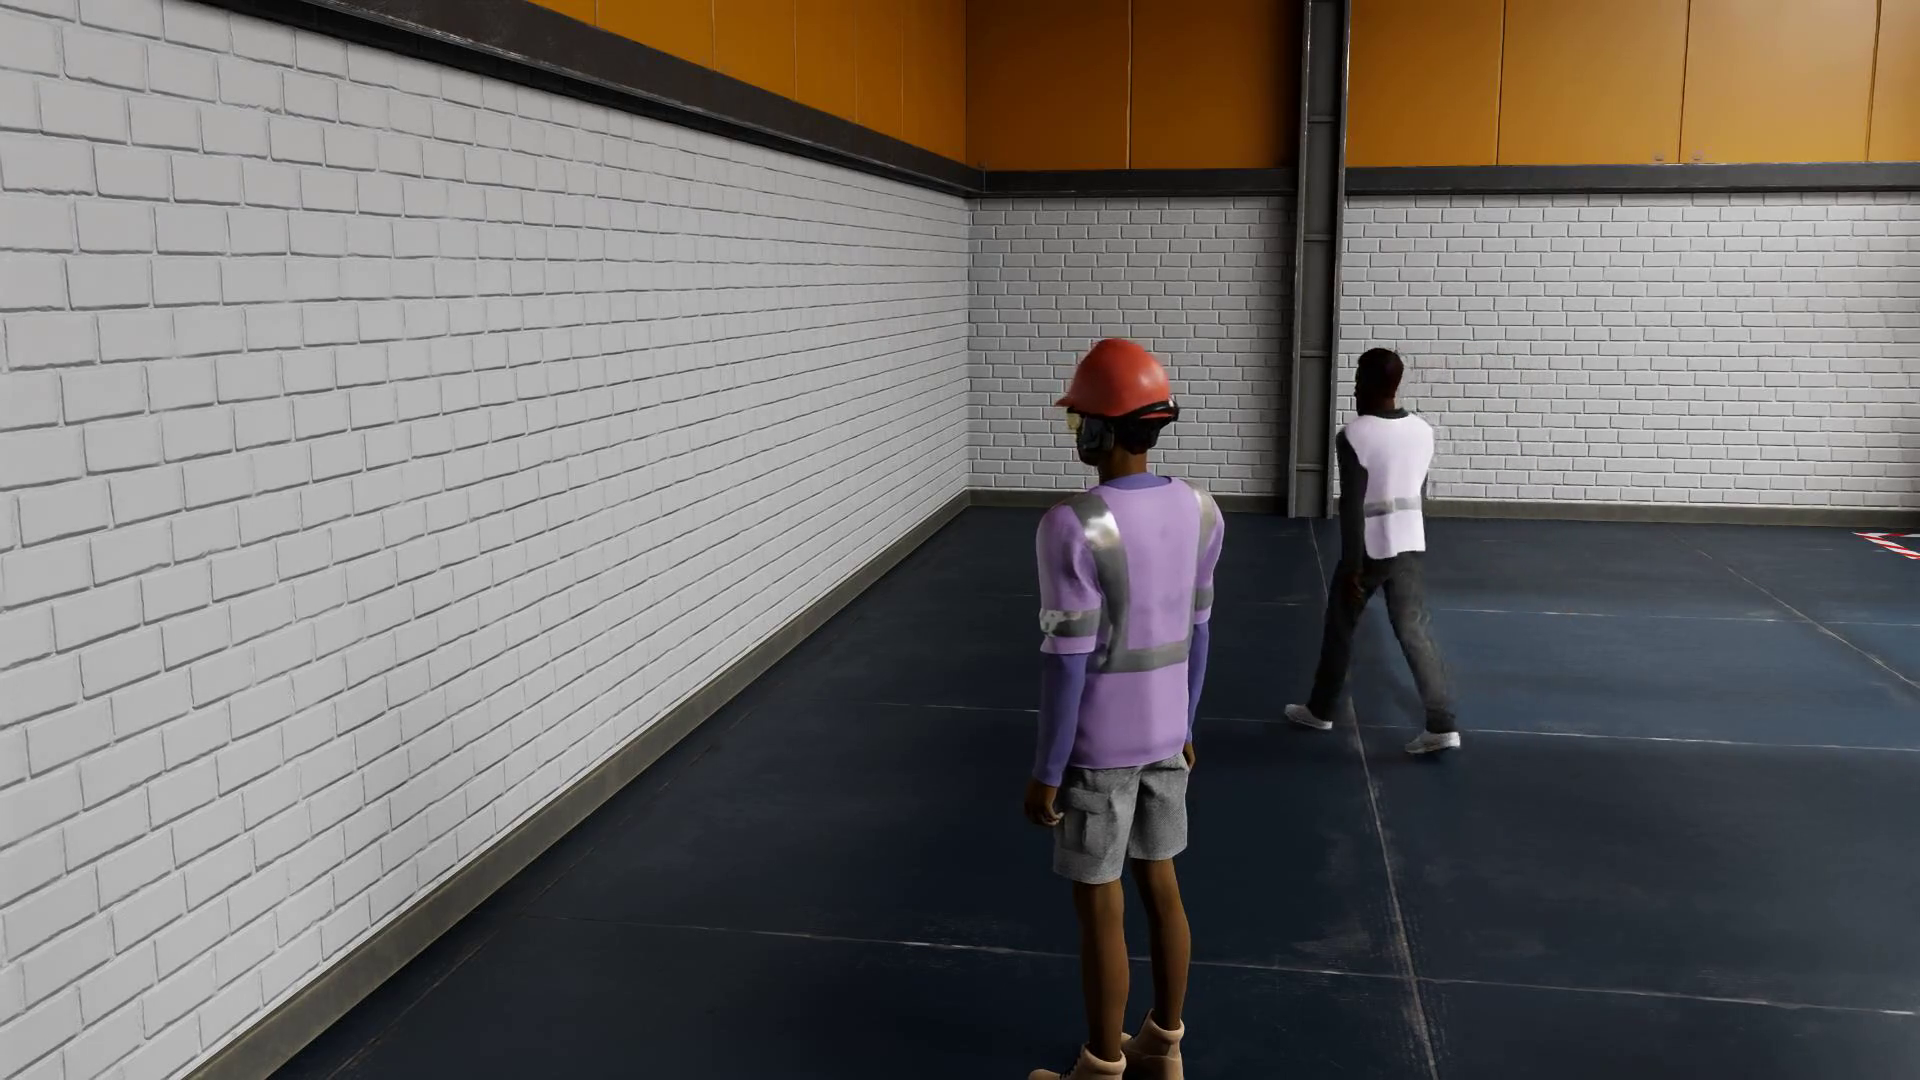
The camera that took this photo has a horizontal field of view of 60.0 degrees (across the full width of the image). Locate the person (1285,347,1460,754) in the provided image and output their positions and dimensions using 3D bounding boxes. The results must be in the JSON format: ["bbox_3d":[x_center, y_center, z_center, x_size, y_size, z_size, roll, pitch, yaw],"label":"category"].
[{"bbox_3d":[1.970,0.043,7.755,0.601,1.878,1.014,-6,11,-31],"label":"person"}]

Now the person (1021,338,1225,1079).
[{"bbox_3d":[0.403,0.506,4.329,0.609,2.047,0.367,-8,12,-42],"label":"person"}]
